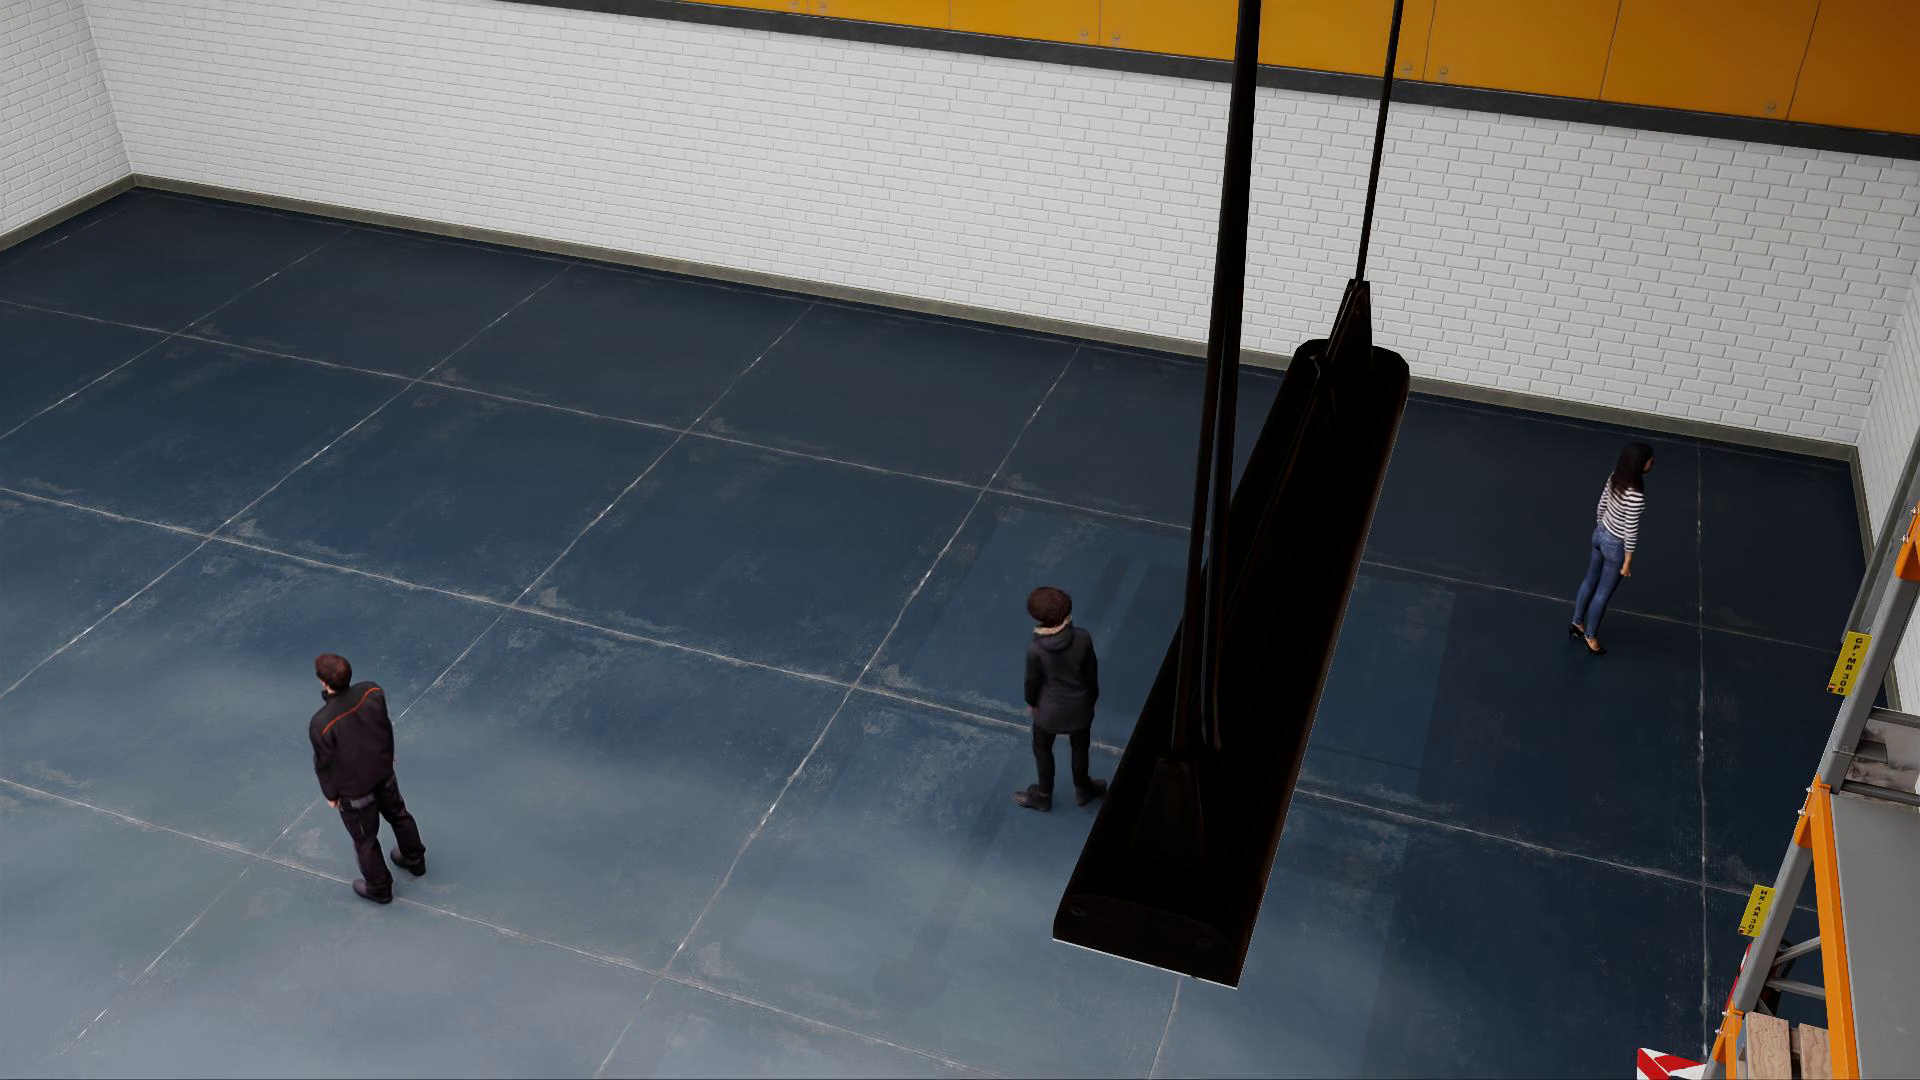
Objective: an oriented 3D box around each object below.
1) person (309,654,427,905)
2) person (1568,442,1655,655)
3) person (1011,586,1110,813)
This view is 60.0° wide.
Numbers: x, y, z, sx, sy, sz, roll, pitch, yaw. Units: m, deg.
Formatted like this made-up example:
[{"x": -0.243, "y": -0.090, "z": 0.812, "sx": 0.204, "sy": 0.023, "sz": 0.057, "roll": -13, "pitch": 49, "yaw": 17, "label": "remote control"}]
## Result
[{"x": -3.696, "y": 1.462, "z": 10.317, "sx": 0.813, "sy": 1.838, "sz": 0.584, "roll": 19, "pitch": 38, "yaw": 26, "label": "person"}, {"x": 4.887, "y": 0.054, "z": 12.475, "sx": 0.734, "sy": 1.794, "sz": 0.608, "roll": -4, "pitch": 34, "yaw": -6, "label": "person"}, {"x": 0.738, "y": 1.076, "z": 10.979, "sx": 0.905, "sy": 1.749, "sz": 0.828, "roll": 3, "pitch": 34, "yaw": 5, "label": "person"}]
